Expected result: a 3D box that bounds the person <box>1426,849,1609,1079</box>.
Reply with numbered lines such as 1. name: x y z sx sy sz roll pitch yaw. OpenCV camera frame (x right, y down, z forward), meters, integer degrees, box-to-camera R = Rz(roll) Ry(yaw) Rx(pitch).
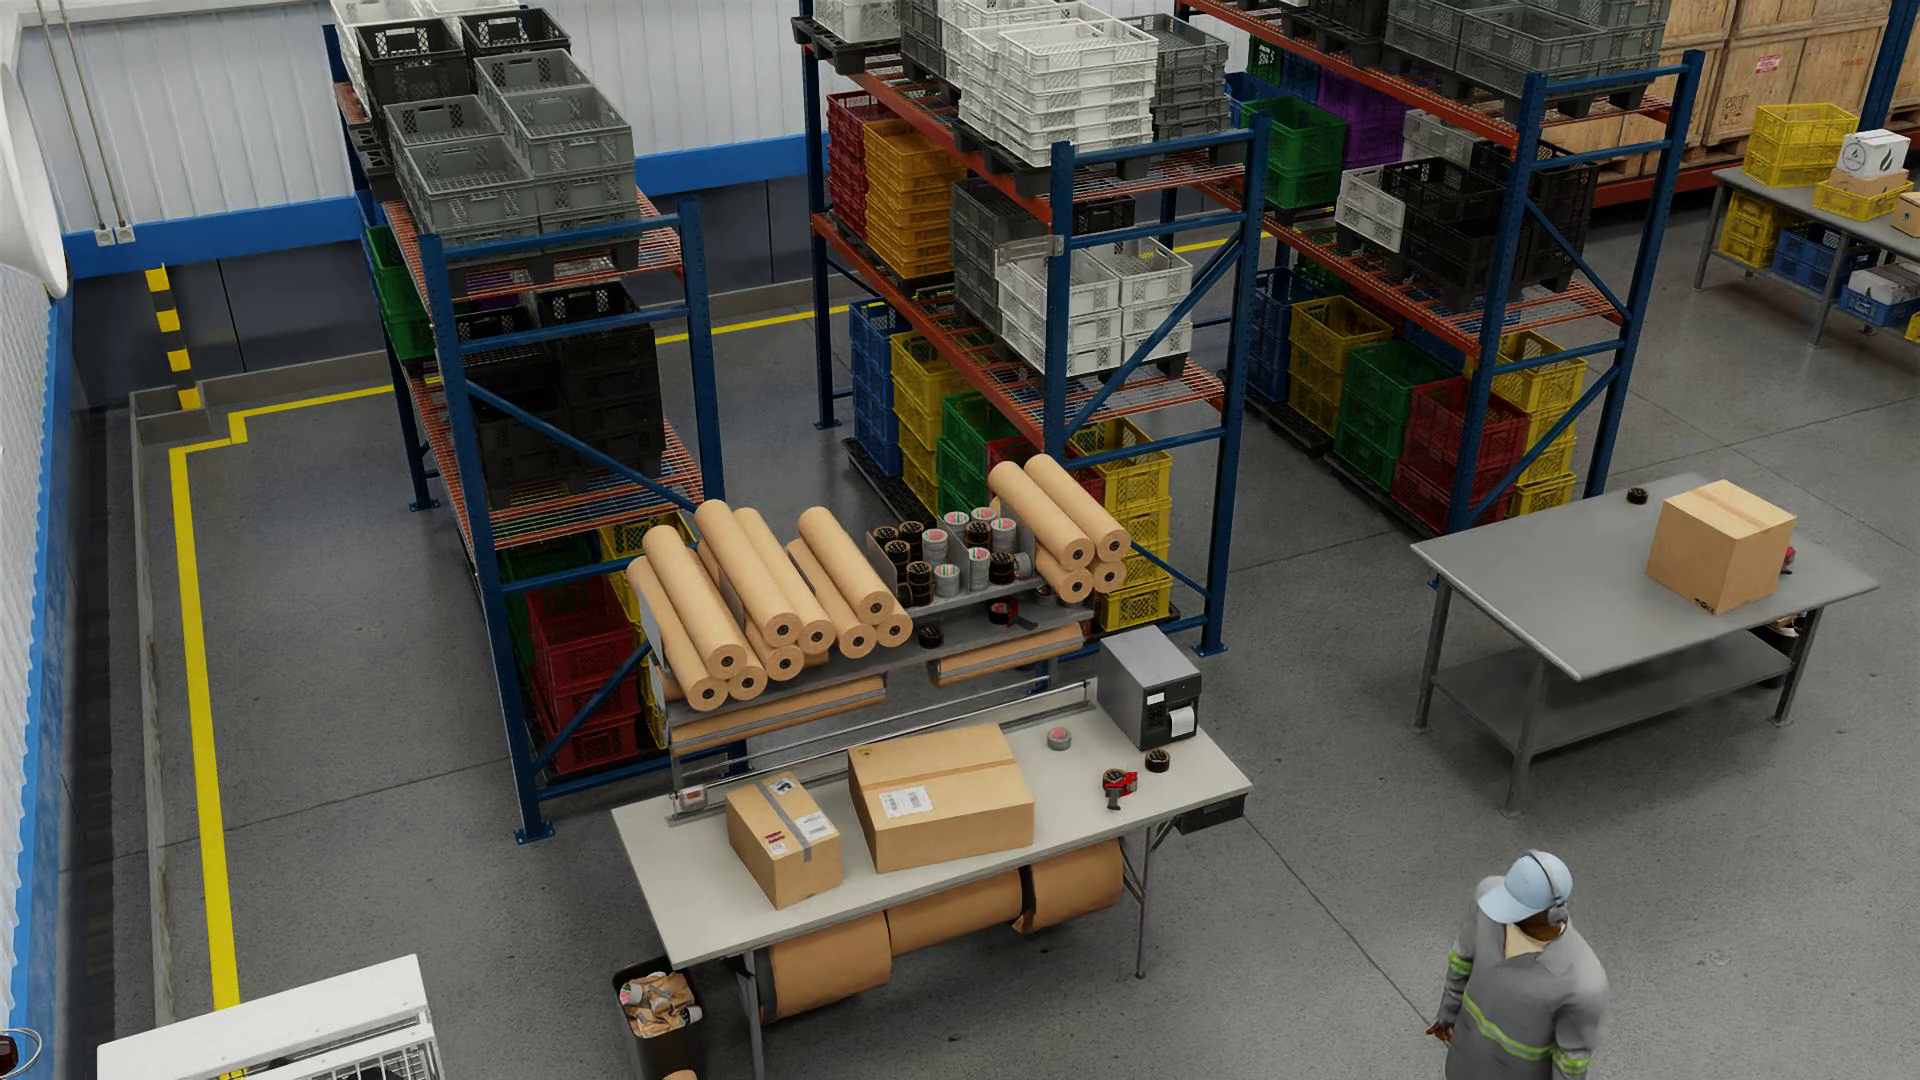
1. person: 1.809 1.752 5.619 0.397 1.847 0.587 -15 34 -22
